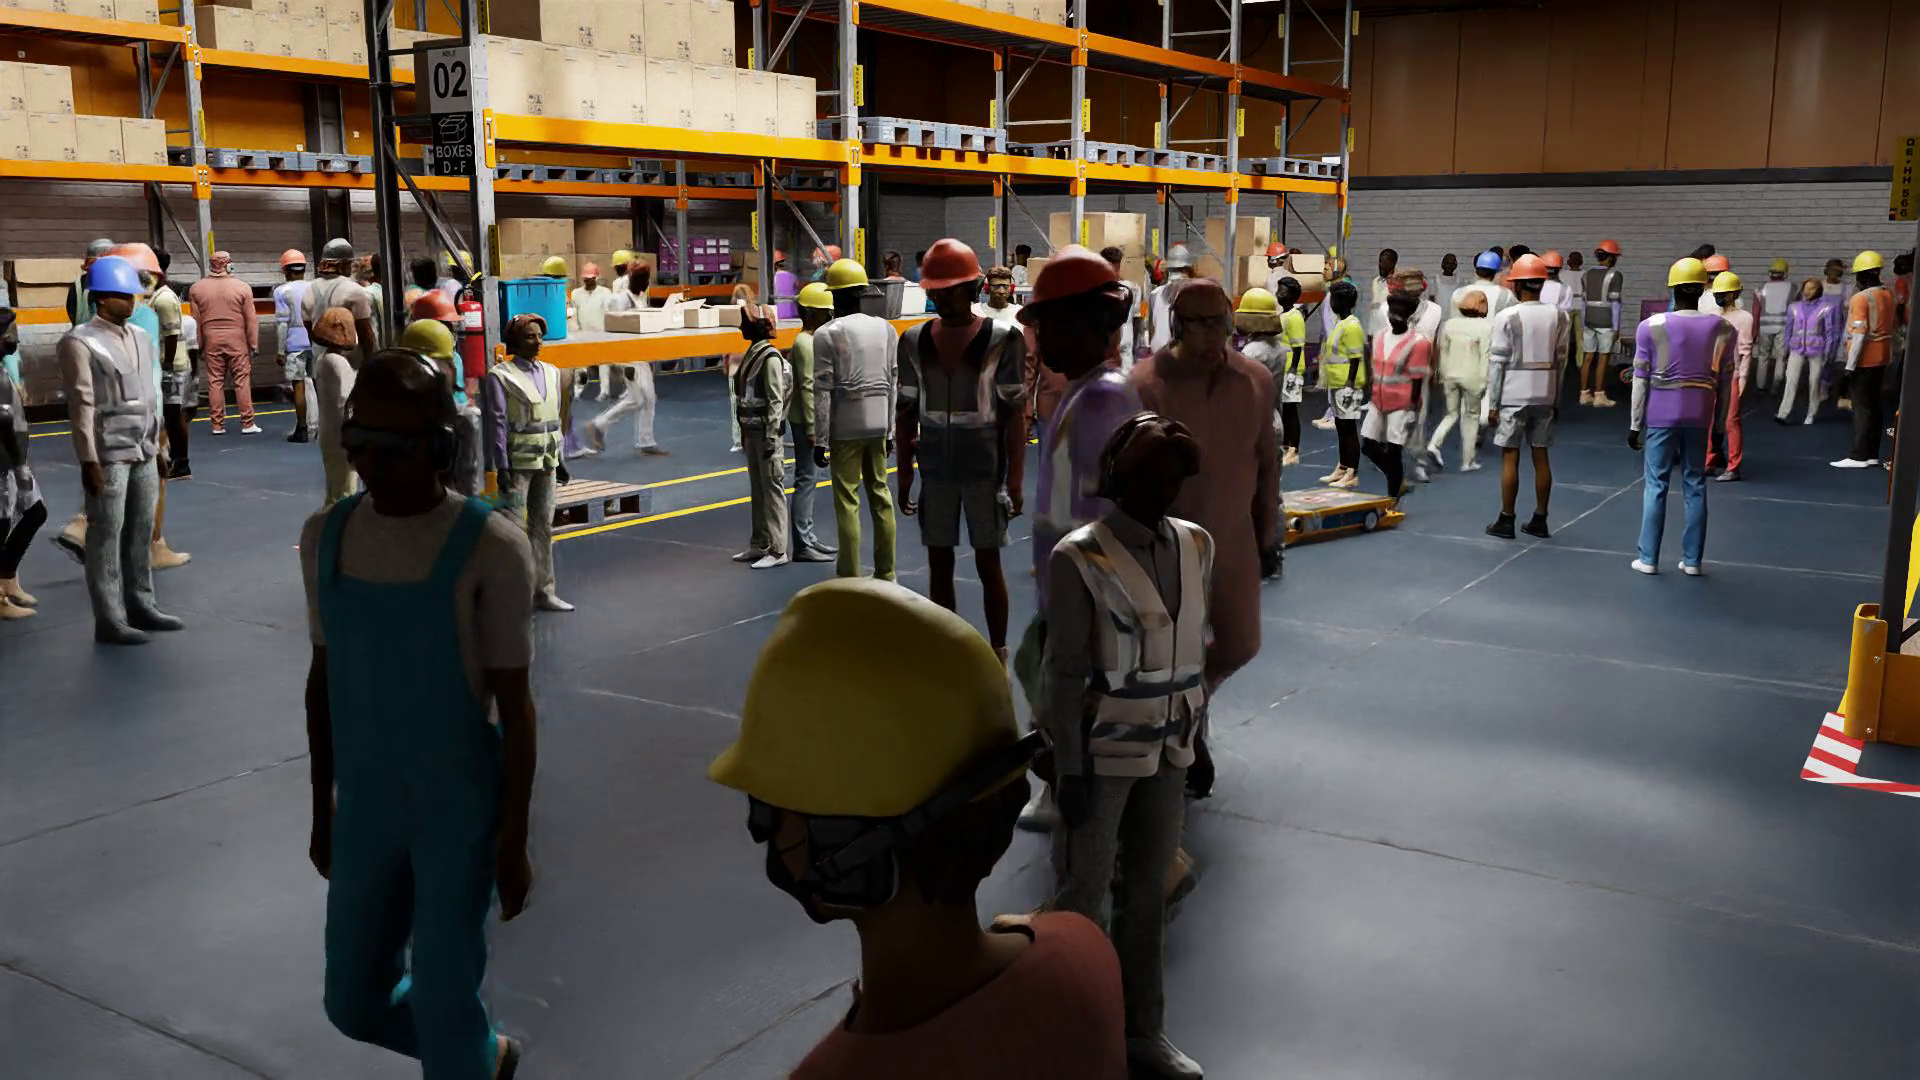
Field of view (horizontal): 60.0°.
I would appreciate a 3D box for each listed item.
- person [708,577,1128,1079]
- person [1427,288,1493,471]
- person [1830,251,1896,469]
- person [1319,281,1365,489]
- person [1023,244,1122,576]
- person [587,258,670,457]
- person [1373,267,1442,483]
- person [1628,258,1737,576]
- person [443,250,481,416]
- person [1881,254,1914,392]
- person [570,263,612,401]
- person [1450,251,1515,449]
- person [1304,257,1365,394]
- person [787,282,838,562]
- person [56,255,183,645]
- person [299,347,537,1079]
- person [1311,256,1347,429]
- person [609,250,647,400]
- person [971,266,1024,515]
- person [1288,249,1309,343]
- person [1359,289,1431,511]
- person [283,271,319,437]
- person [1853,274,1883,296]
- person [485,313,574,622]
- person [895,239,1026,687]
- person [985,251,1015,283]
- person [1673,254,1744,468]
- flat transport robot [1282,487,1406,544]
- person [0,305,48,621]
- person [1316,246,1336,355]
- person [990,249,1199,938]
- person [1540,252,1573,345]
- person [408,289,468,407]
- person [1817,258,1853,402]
[{"bbox_3d":[-0.042,0.899,1.438,0.334,1.761,0.527,7,13,35],"label":"person"},{"bbox_3d":[4.347,-1.385,14.494,0.547,1.605,0.520,-9,13,-40],"label":"person"},{"bbox_3d":[8.019,-1.587,14.760,0.589,1.919,0.392,-7,13,-35],"label":"person"},{"bbox_3d":[3.124,-1.256,13.549,0.318,1.693,0.539,0,10,0],"label":"person"},{"bbox_3d":[0.669,-0.769,10.012,0.623,1.993,0.385,0,10,0],"label":"person"},{"bbox_3d":[-3.088,-1.675,15.420,0.655,1.858,0.596,2,10,10],"label":"person"},{"bbox_3d":[3.782,-1.424,14.195,0.582,1.806,0.920,-1,10,-6],"label":"person"},{"bbox_3d":[4.343,-0.735,10.059,0.581,1.919,0.396,1,10,3],"label":"person"},{"bbox_3d":[-5.571,-2.304,18.770,0.594,1.905,0.609,-3,11,-14],"label":"person"},{"bbox_3d":[12.614,-2.902,22.300,0.429,1.832,0.635,3,11,15],"label":"person"},{"bbox_3d":[-4.664,-2.630,21.042,0.570,1.735,0.395,0,10,0],"label":"person"},{"bbox_3d":[4.960,-1.791,15.902,0.629,1.925,0.605,4,11,20],"label":"person"},{"bbox_3d":[4.995,-2.810,21.889,0.751,1.838,0.603,-3,11,-18],"label":"person"},{"bbox_3d":[-0.921,-0.739,10.514,0.337,1.759,0.523,0,10,-2],"label":"person"},{"bbox_3d":[-4.236,-0.453,8.406,0.408,1.943,0.615,2,10,10],"label":"person"},{"bbox_3d":[-1.057,0.531,3.289,0.535,1.826,0.517,3,11,16],"label":"person"},{"bbox_3d":[4.004,-2.108,17.853,0.344,1.847,0.504,1,10,4],"label":"person"},{"bbox_3d":[-4.231,-2.688,20.943,0.638,1.892,0.580,4,11,19],"label":"person"},{"bbox_3d":[0.275,-1.100,12.300,0.560,1.836,0.394,0,10,-2],"label":"person"},{"bbox_3d":[5.461,-3.818,27.299,0.611,1.887,0.527,-4,11,-21],"label":"person"},{"bbox_3d":[3.145,-0.966,11.962,0.401,1.675,0.546,-6,12,-31],"label":"person"},{"bbox_3d":[-6.776,-2.007,17.181,0.337,1.883,0.584,0,10,-3],"label":"person"},{"bbox_3d":[11.596,-2.659,21.272,0.502,1.705,0.488,4,11,23],"label":"person"},{"bbox_3d":[-2.309,-0.392,8.915,0.309,1.641,0.511,6,12,28],"label":"person"},{"bbox_3d":[-0.013,-0.299,7.341,0.613,2.028,0.409,4,11,20],"label":"person"},{"bbox_3d":[0.535,-2.770,21.425,0.403,1.891,0.646,4,11,21],"label":"person"},{"bbox_3d":[6.593,-1.566,14.685,0.667,1.907,0.586,-7,12,-34],"label":"person"},{"bbox_3d":[2.401,-0.183,11.550,1.431,0.197,0.652,-9,13,-39],"label":"flat transport robot"},{"bbox_3d":[-5.075,-0.395,8.824,0.396,1.687,0.546,-5,12,-28],"label":"person"},{"bbox_3d":[5.805,-3.648,26.182,0.373,1.929,0.588,1,10,4],"label":"person"},{"bbox_3d":[0.377,0.189,4.721,0.544,2.003,0.666,0,10,-2],"label":"person"},{"bbox_3d":[6.453,-2.218,18.347,0.549,1.883,0.985,4,11,22],"label":"person"},{"bbox_3d":[-2.865,-0.499,9.191,0.324,1.752,0.562,2,10,11],"label":"person"},{"bbox_3d":[11.031,-2.676,21.140,0.523,1.809,0.928,5,12,28],"label":"person"}]
